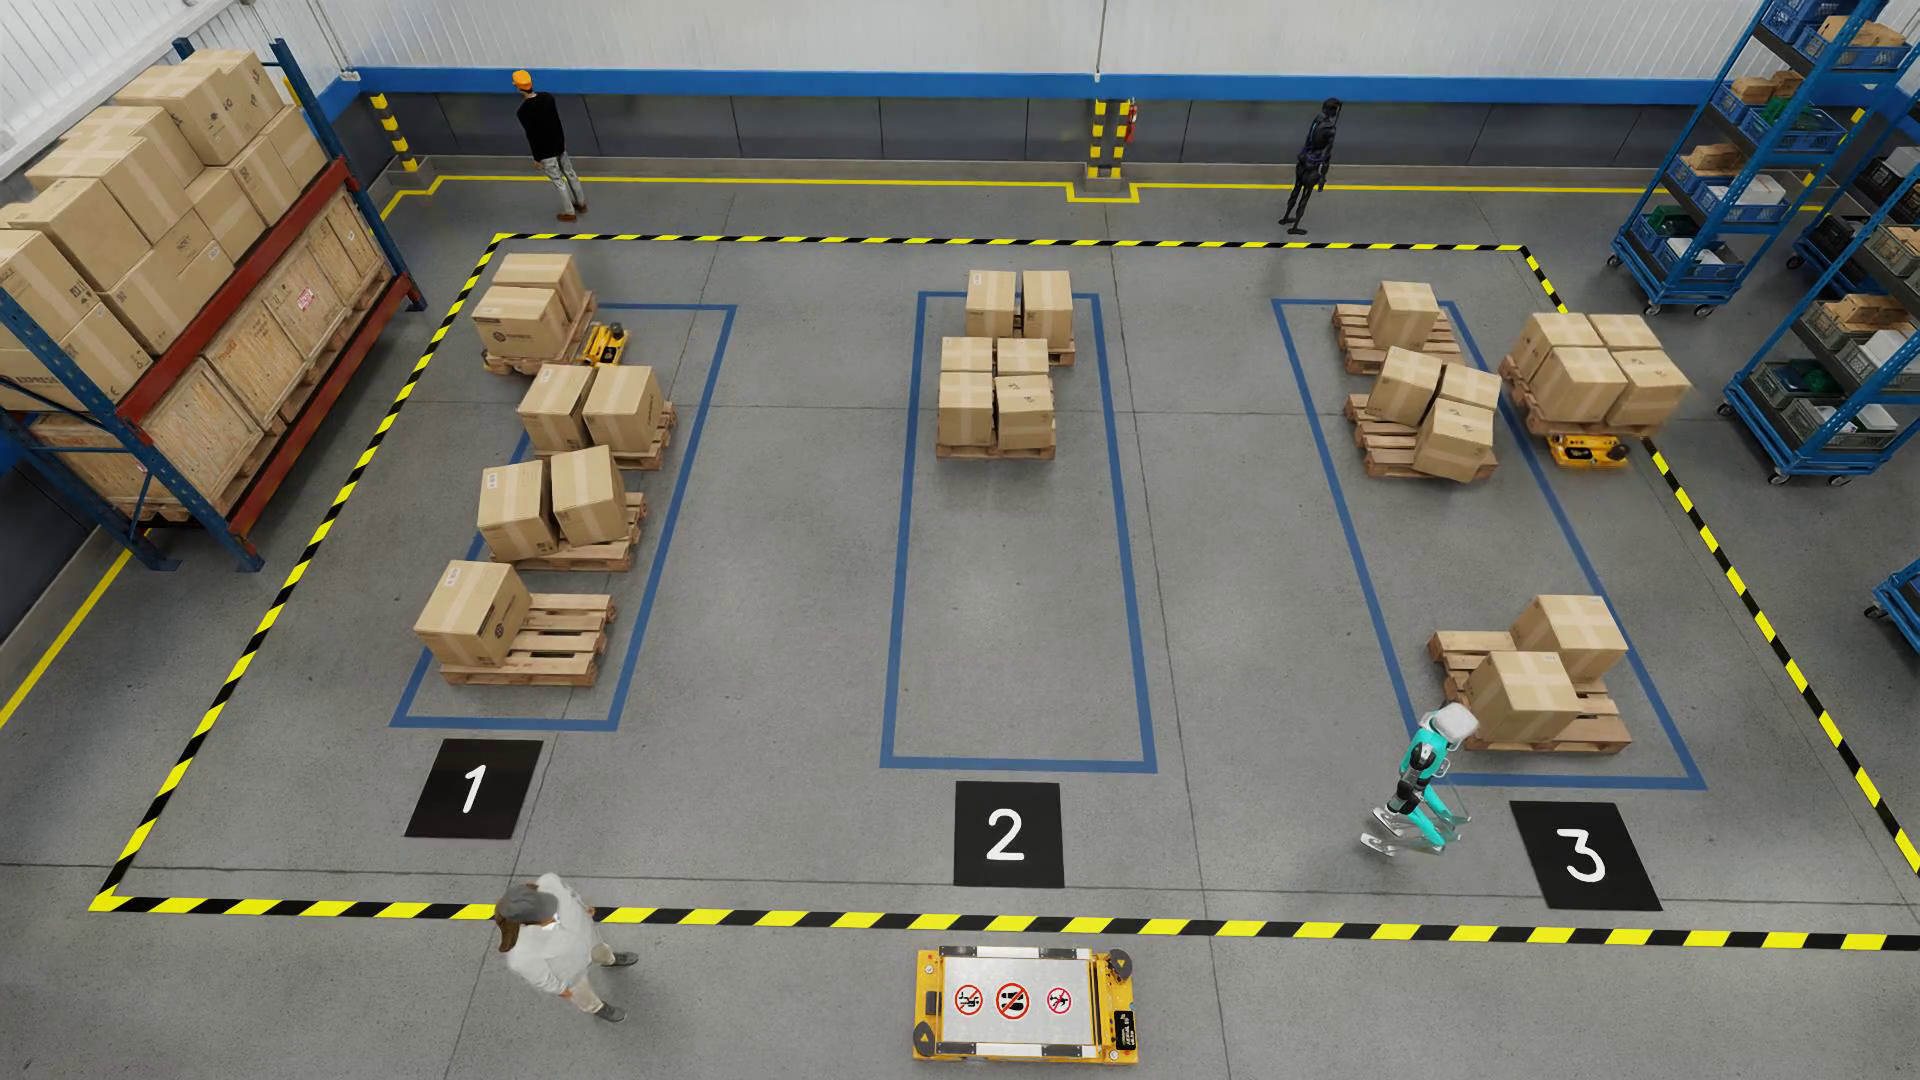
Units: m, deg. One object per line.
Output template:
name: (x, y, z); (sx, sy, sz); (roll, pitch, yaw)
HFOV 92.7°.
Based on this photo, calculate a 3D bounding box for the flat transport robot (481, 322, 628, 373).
flat transport robot: (-4.522, -2.165, 10.232); (1.431, 0.197, 0.652); (1, 51, 1)

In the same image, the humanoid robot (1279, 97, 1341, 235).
humanoid robot: (4.352, -4.634, 11.344); (0.315, 1.659, 0.599); (-8, 51, -6)

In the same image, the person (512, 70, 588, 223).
person: (-5.124, -4.879, 11.425); (0.384, 1.879, 0.585); (18, 53, 14)

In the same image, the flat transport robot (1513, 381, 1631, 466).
flat transport robot: (6.348, -1.355, 9.572); (0.652, 0.197, 1.431); (1, 51, 1)

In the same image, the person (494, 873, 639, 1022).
person: (-2.374, 2.453, 5.517); (0.398, 1.768, 0.572); (2, 51, 1)

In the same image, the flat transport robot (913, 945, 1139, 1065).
flat transport robot: (0.422, 3.041, 6.007); (1.431, 0.231, 0.659); (1, 51, 1)

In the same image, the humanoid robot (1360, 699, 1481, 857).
humanoid robot: (3.164, 1.702, 6.067); (0.735, 1.673, 0.533); (35, 59, 25)
